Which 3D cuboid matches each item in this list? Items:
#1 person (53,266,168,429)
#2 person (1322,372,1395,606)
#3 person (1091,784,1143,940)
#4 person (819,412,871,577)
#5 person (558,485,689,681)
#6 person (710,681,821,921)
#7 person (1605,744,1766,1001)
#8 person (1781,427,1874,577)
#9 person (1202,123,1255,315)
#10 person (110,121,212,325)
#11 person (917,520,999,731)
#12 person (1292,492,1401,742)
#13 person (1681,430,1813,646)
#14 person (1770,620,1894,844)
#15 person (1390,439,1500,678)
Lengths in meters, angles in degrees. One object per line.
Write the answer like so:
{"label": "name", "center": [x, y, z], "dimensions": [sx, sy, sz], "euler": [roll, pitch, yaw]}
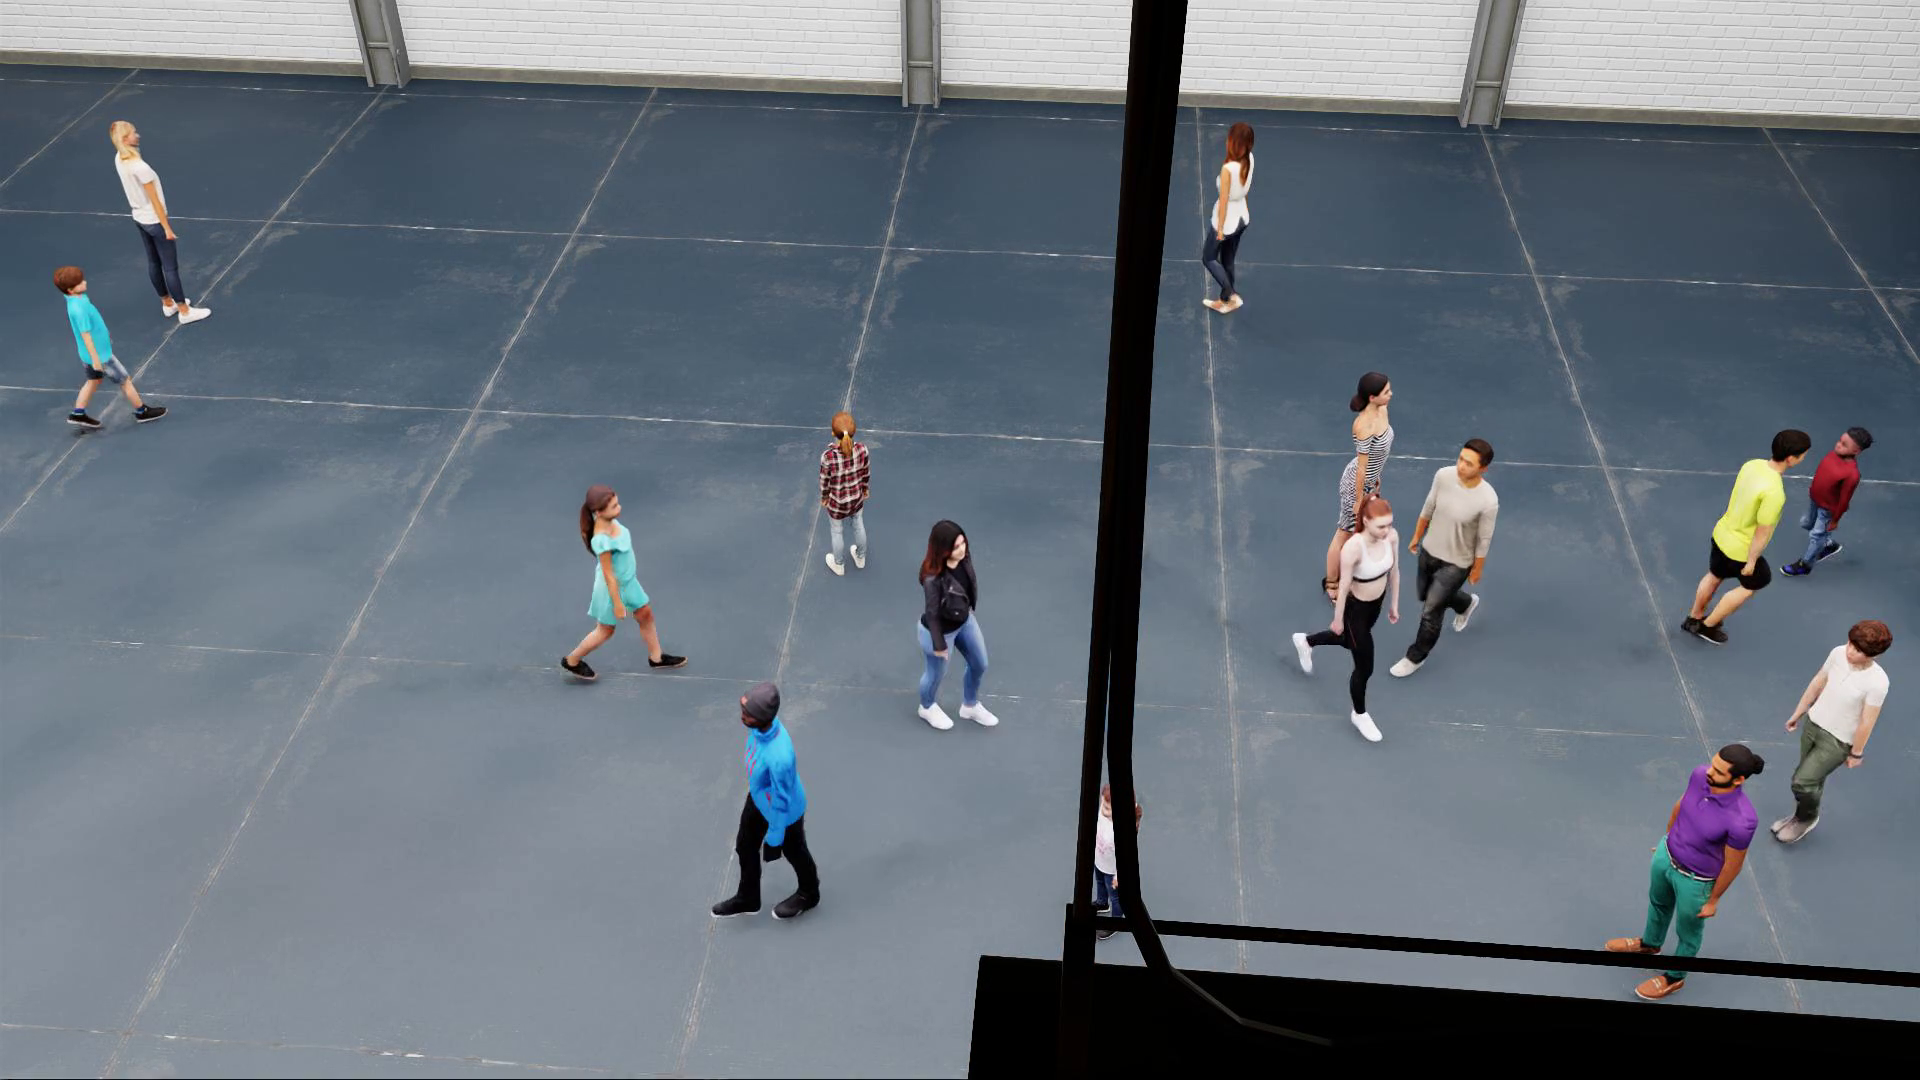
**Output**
{"label": "person", "center": [-6.799, -1.473, 12.921], "dimensions": [0.999, 1.426, 0.879], "euler": [-22, 44, -25]}
{"label": "person", "center": [2.673, -0.353, 11.202], "dimensions": [0.636, 1.821, 0.658], "euler": [17, 42, 20]}
{"label": "person", "center": [0.830, 1.742, 9.147], "dimensions": [0.579, 1.110, 0.532], "euler": [-17, 42, -20]}
{"label": "person", "center": [-0.797, -0.322, 11.575], "dimensions": [0.586, 1.306, 0.669], "euler": [-17, 42, -20]}
{"label": "person", "center": [-2.279, 0.304, 10.611], "dimensions": [1.092, 1.531, 0.685], "euler": [-3, 39, -3]}
{"label": "person", "center": [-0.905, 1.418, 9.021], "dimensions": [0.972, 1.776, 0.876], "euler": [-19, 42, -22]}
{"label": "person", "center": [3.825, 1.707, 8.666], "dimensions": [0.646, 1.767, 0.694], "euler": [-8, 39, -10]}
{"label": "person", "center": [6.094, -0.271, 11.557], "dimensions": [0.644, 1.249, 0.538], "euler": [-3, 39, -3]}
{"label": "person", "center": [2.364, -2.680, 14.153], "dimensions": [0.770, 1.775, 0.831], "euler": [-31, 48, -33]}
{"label": "person", "center": [-6.877, -2.697, 14.147], "dimensions": [0.622, 1.809, 0.725], "euler": [26, 46, 29]}
{"label": "person", "center": [-0.142, 0.515, 10.276], "dimensions": [0.882, 1.619, 0.819], "euler": [21, 43, 24]}
{"label": "person", "center": [2.440, 0.388, 10.355], "dimensions": [1.107, 1.719, 1.100], "euler": [-22, 44, -26]}
{"label": "person", "center": [5.031, -0.007, 10.873], "dimensions": [0.663, 1.691, 0.708], "euler": [-5, 39, -6]}
{"label": "person", "center": [5.062, 1.091, 9.537], "dimensions": [0.711, 1.642, 0.661], "euler": [-10, 40, -12]}
{"label": "person", "center": [3.196, 0.062, 10.704], "dimensions": [1.131, 1.794, 1.021], "euler": [-23, 44, -26]}
